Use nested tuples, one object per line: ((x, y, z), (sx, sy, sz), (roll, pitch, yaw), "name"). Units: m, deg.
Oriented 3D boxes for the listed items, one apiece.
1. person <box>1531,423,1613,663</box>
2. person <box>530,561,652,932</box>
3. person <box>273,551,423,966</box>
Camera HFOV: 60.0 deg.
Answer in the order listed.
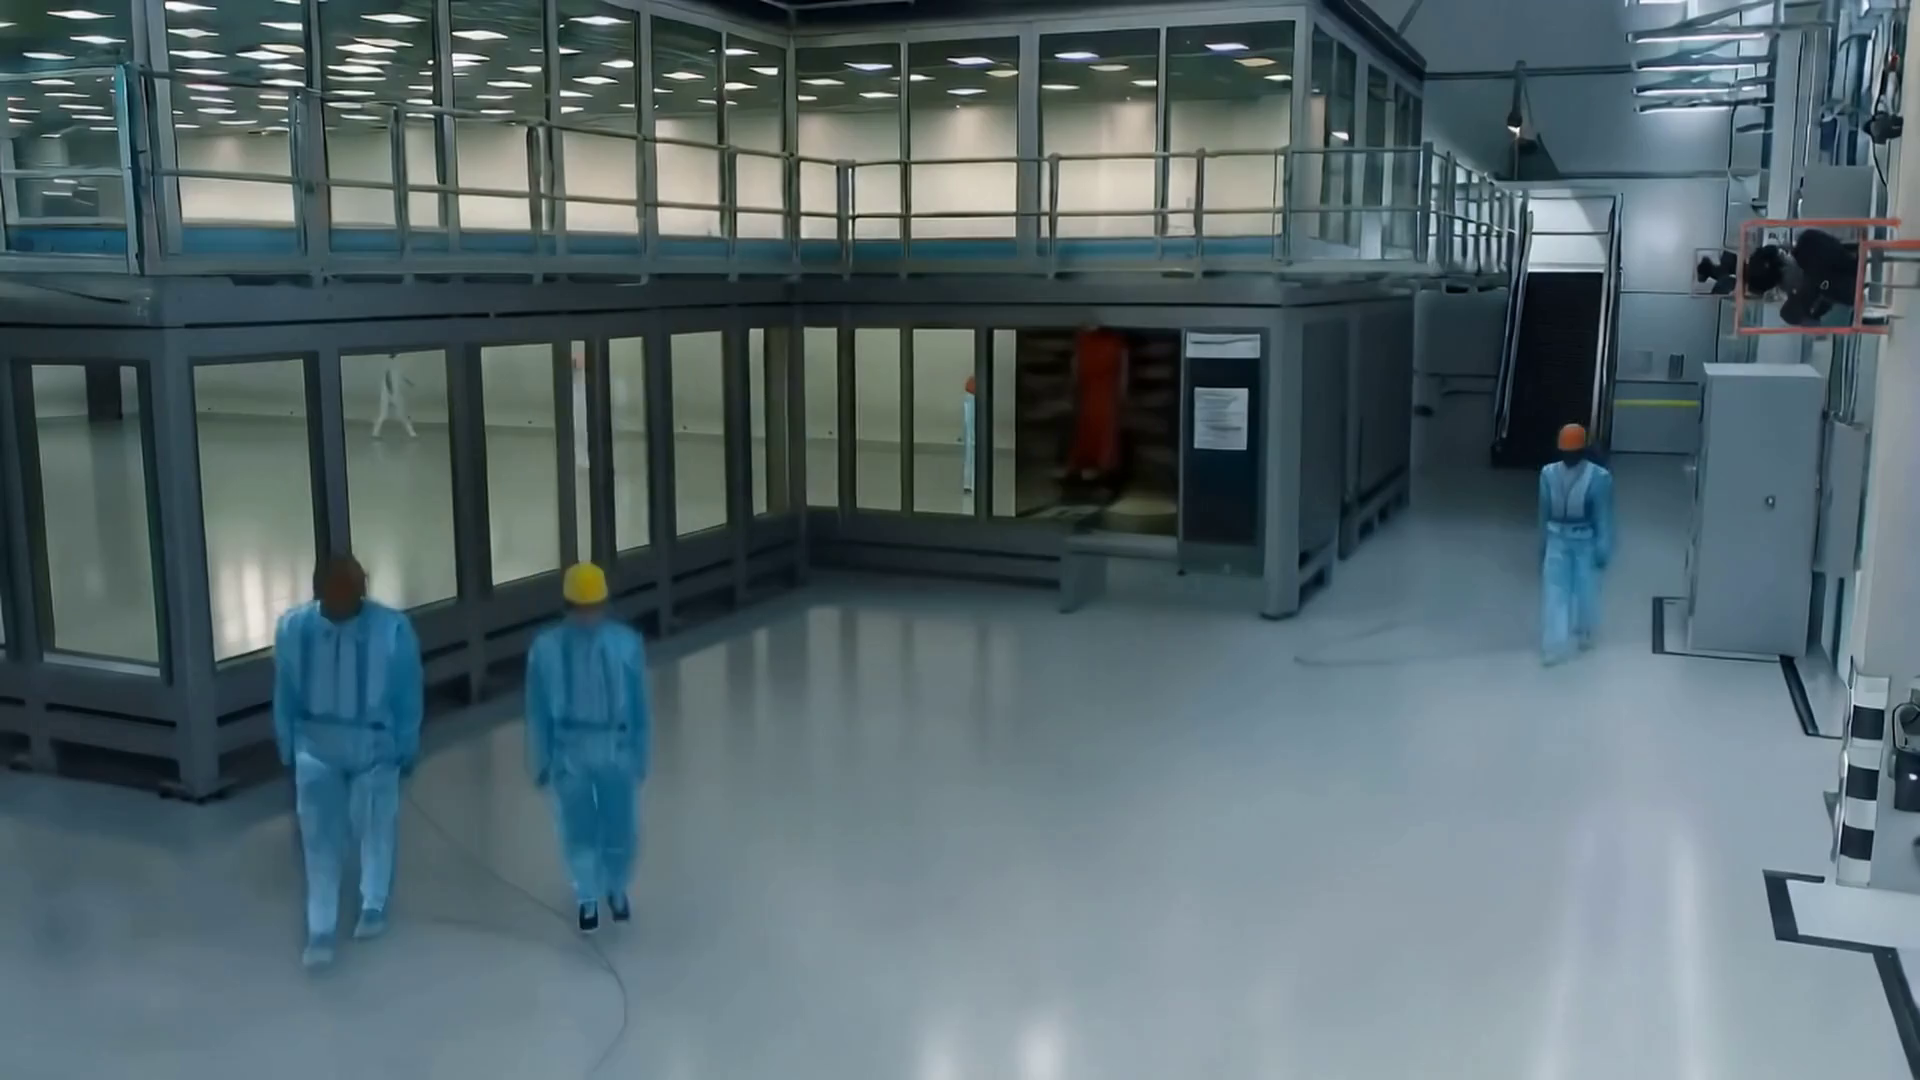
((4.837, 0.011, 13.071), (0.623, 1.893, 1.032), (7, 12, 39), "person")
((-1.692, 0.956, 7.656), (0.553, 1.749, 0.433), (-3, 10, -17), "person")
((-2.731, 0.965, 7.377), (0.661, 1.815, 0.781), (-1, 9, -9), "person")
